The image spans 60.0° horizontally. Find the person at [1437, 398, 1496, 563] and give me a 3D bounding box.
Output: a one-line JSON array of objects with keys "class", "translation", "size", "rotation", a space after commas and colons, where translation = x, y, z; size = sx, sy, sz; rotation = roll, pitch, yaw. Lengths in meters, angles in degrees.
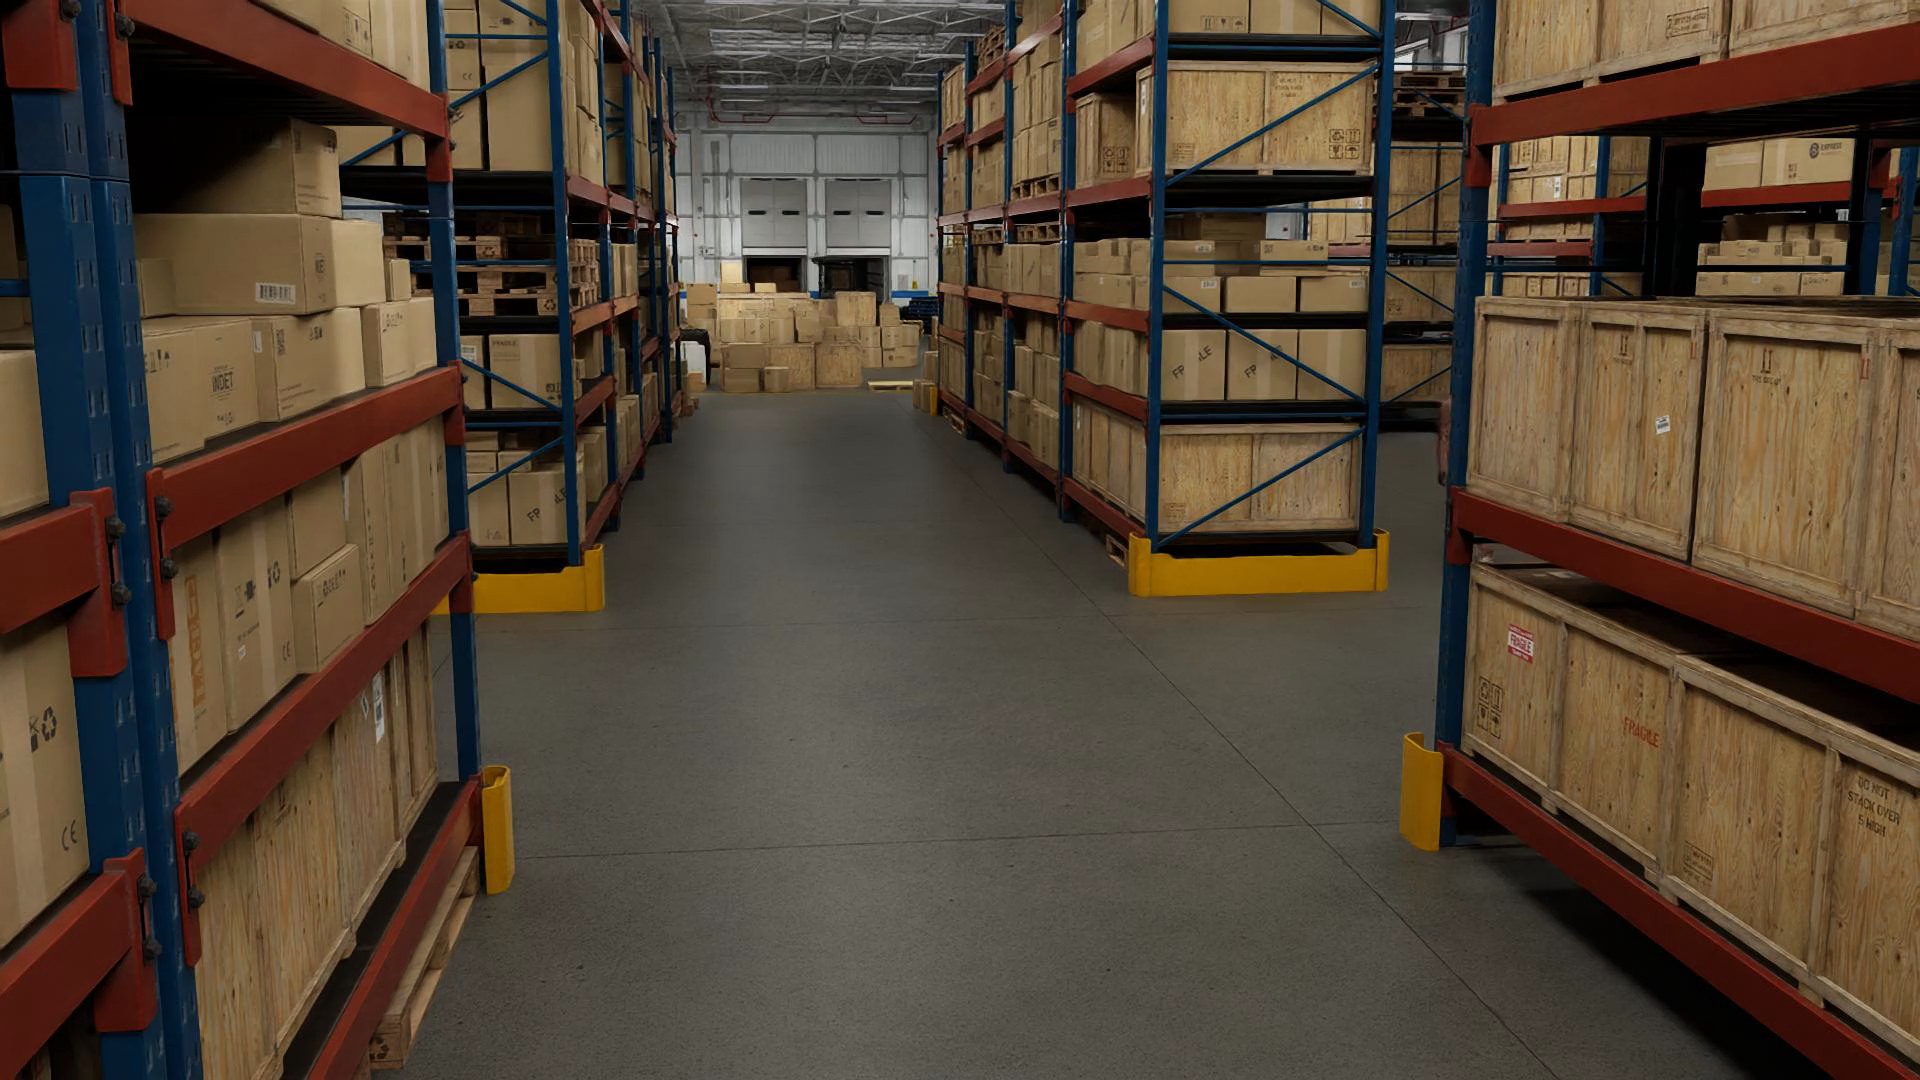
[{"class": "person", "translation": [4.698, -0.639, 15.219], "size": [0.651, 1.875, 0.868], "rotation": [2, 10, 9]}]

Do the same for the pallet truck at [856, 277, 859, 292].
[{"class": "pallet truck", "translation": [-3.782, -9.391, 65.808], "size": [1.885, 1.965, 0.823], "rotation": [2, 10, 10]}]

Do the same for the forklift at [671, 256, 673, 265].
[{"class": "forklift", "translation": [-10.987, -9.066, 61.344], "size": [1.129, 2.768, 1.873], "rotation": [-1, 10, -7]}]

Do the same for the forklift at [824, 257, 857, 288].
[{"class": "forklift", "translation": [-3.452, -6.789, 48.092], "size": [1.129, 2.768, 1.873], "rotation": [2, 10, 13]}]

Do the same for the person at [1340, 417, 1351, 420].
[{"class": "person", "translation": [4.047, -1.054, 18.154], "size": [0.322, 1.692, 0.531], "rotation": [-8, 12, -38]}]
